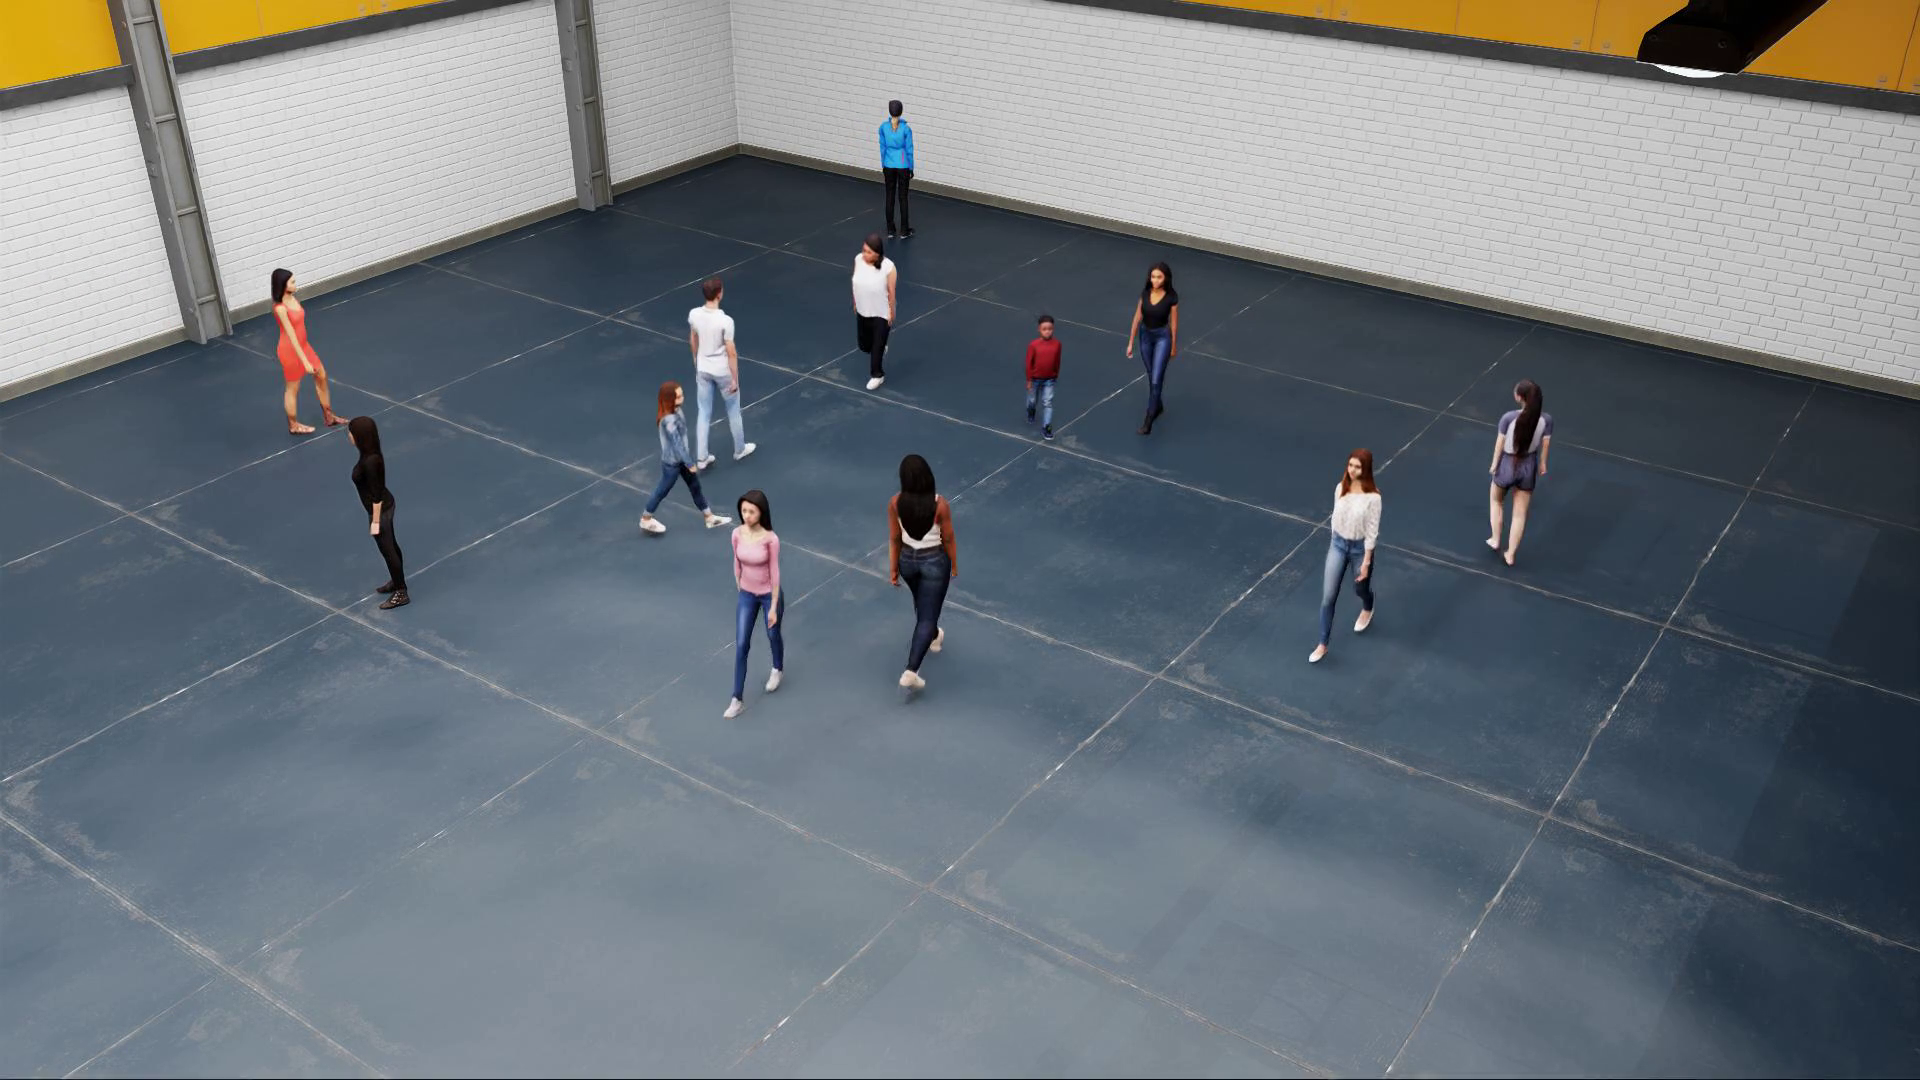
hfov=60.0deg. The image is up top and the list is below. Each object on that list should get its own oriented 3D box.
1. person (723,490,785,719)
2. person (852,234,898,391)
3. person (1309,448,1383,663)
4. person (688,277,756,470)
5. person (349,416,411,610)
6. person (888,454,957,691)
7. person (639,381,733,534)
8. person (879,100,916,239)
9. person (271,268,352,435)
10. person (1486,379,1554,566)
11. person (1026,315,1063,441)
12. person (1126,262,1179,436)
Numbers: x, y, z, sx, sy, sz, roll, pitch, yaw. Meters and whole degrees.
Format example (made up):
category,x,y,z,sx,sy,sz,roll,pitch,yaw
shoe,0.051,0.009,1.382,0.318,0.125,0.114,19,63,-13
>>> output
category,x,y,z,sx,sy,sz,roll,pitch,yaw
person,-1.408,0.389,12.170,0.764,1.712,1.100,9,30,16
person,-0.859,-2.424,17.371,0.674,1.668,0.758,20,34,32
person,3.054,0.075,12.762,0.597,1.695,1.113,20,34,32
person,-2.324,-1.554,15.588,0.793,1.848,0.951,11,30,19
person,-4.668,-0.243,13.401,0.676,1.642,0.644,-9,30,-16
person,-0.305,0.270,12.339,0.828,1.758,1.263,12,31,21
person,-2.549,-0.676,14.409,1.000,1.437,1.052,0,29,0
person,-0.821,-4.830,21.648,0.667,1.797,0.611,10,30,18
person,-6.563,-1.800,16.197,0.911,1.697,0.877,-1,29,-3
person,4.677,-0.525,13.930,0.785,1.631,0.831,3,29,6
person,0.796,-1.631,16.363,0.757,1.242,0.826,-4,29,-7
person,1.964,-1.956,16.480,0.643,1.700,1.085,16,32,27
